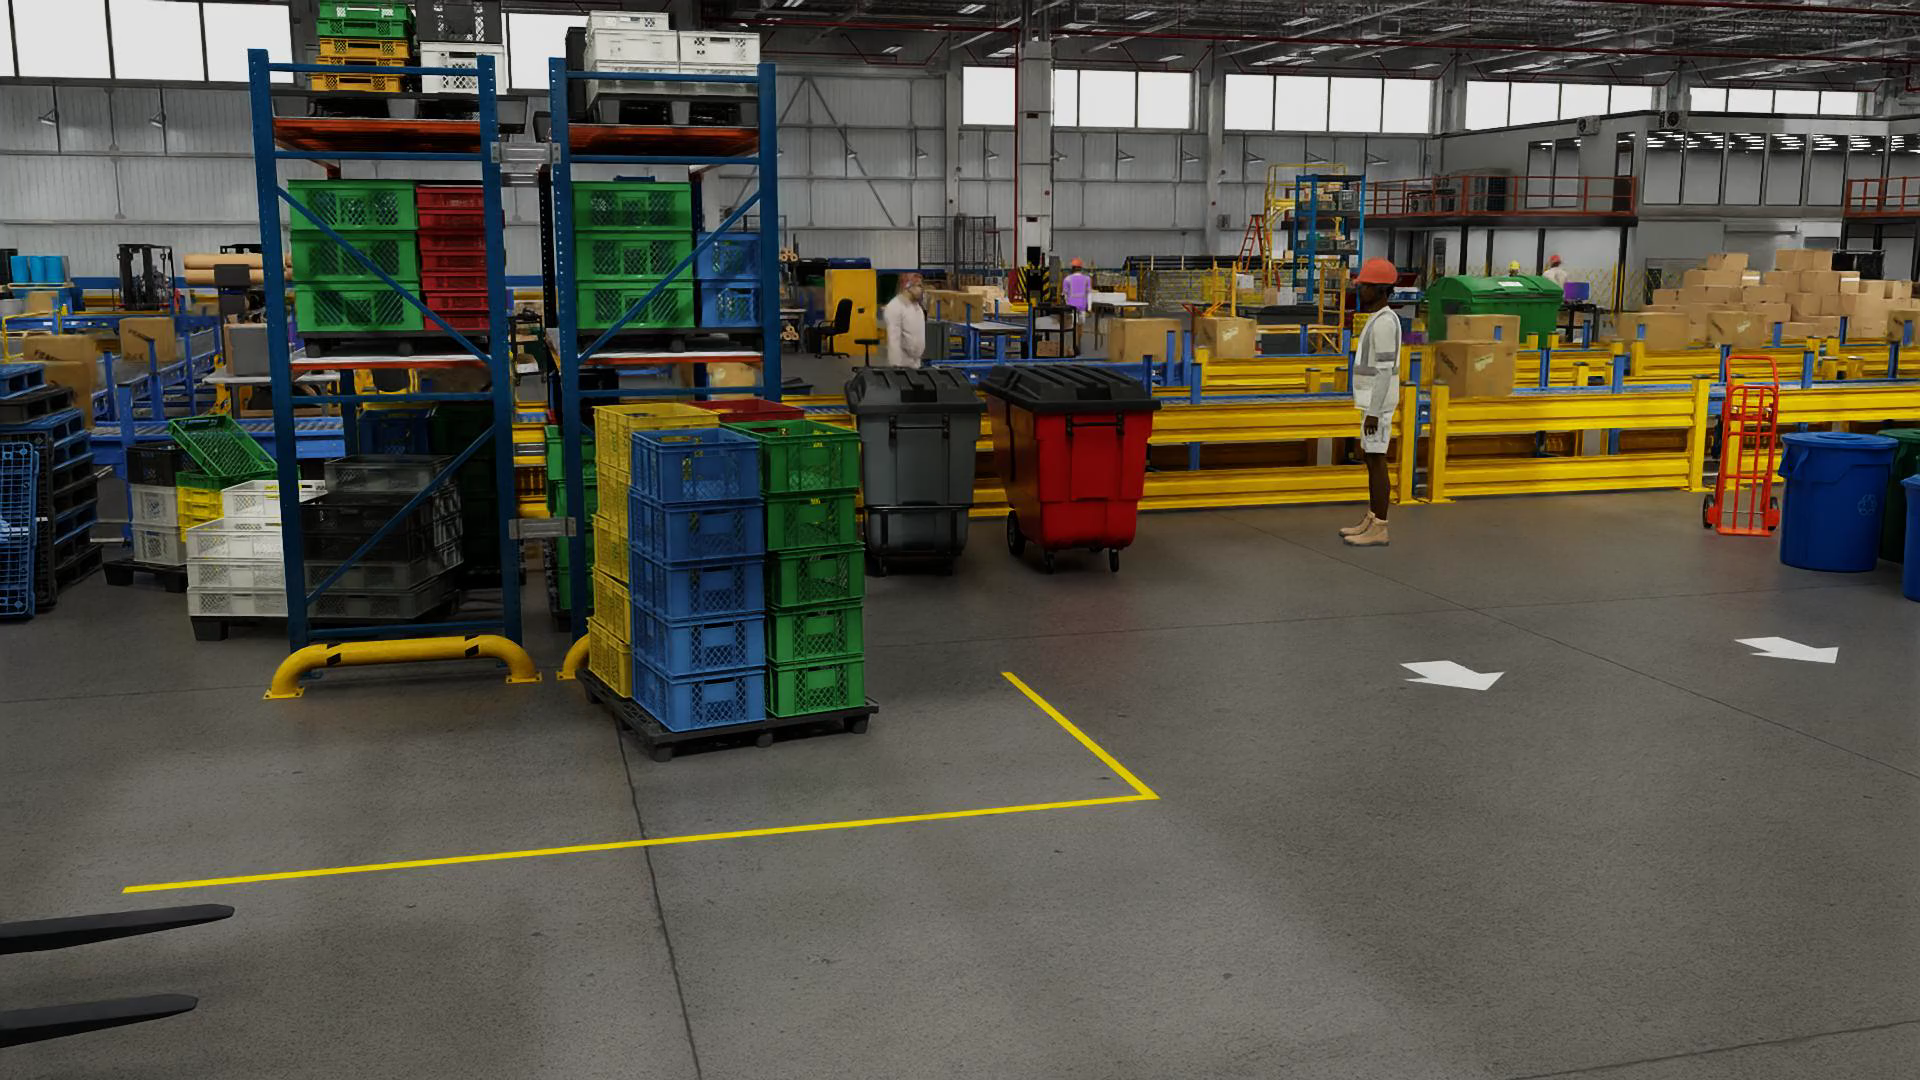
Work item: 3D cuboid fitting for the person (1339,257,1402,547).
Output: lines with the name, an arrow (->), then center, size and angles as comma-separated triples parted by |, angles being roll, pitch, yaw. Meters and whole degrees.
person -> 2.929, -0.973, 11.823 | 0.369, 2.048, 0.607 | 2, 10, 9

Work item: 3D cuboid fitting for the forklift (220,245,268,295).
forklift -> -17.749, -6.334, 41.440 | 1.157, 1.987, 2.680 | -3, 10, -17

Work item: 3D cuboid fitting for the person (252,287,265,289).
person -> -14.994, -4.998, 35.446 | 0.548, 1.736, 0.752 | 9, 14, 43

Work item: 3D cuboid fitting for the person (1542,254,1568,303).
person -> 13.193, -5.349, 36.884 | 0.642, 1.957, 1.018 | 1, 10, 3

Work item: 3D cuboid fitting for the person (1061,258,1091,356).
person -> 2.275, -4.593, 32.768 | 0.569, 1.882, 0.976 | -1, 10, -7

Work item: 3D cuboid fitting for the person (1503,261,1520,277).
person -> 11.700, -5.003, 35.286 | 0.595, 1.825, 0.404 | 6, 11, 29

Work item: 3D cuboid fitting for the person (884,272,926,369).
person -> -0.631, -1.929, 17.774 | 0.878, 1.861, 0.640 | 6, 12, 31

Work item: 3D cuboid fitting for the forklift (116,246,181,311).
forklift -> -19.966, -6.232, 40.894 | 1.157, 1.987, 2.680 | -3, 10, -15

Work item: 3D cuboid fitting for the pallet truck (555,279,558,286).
pallet truck -> -10.604, -6.375, 44.520 | 0.653, 1.274, 1.630 | -3, 10, -15
